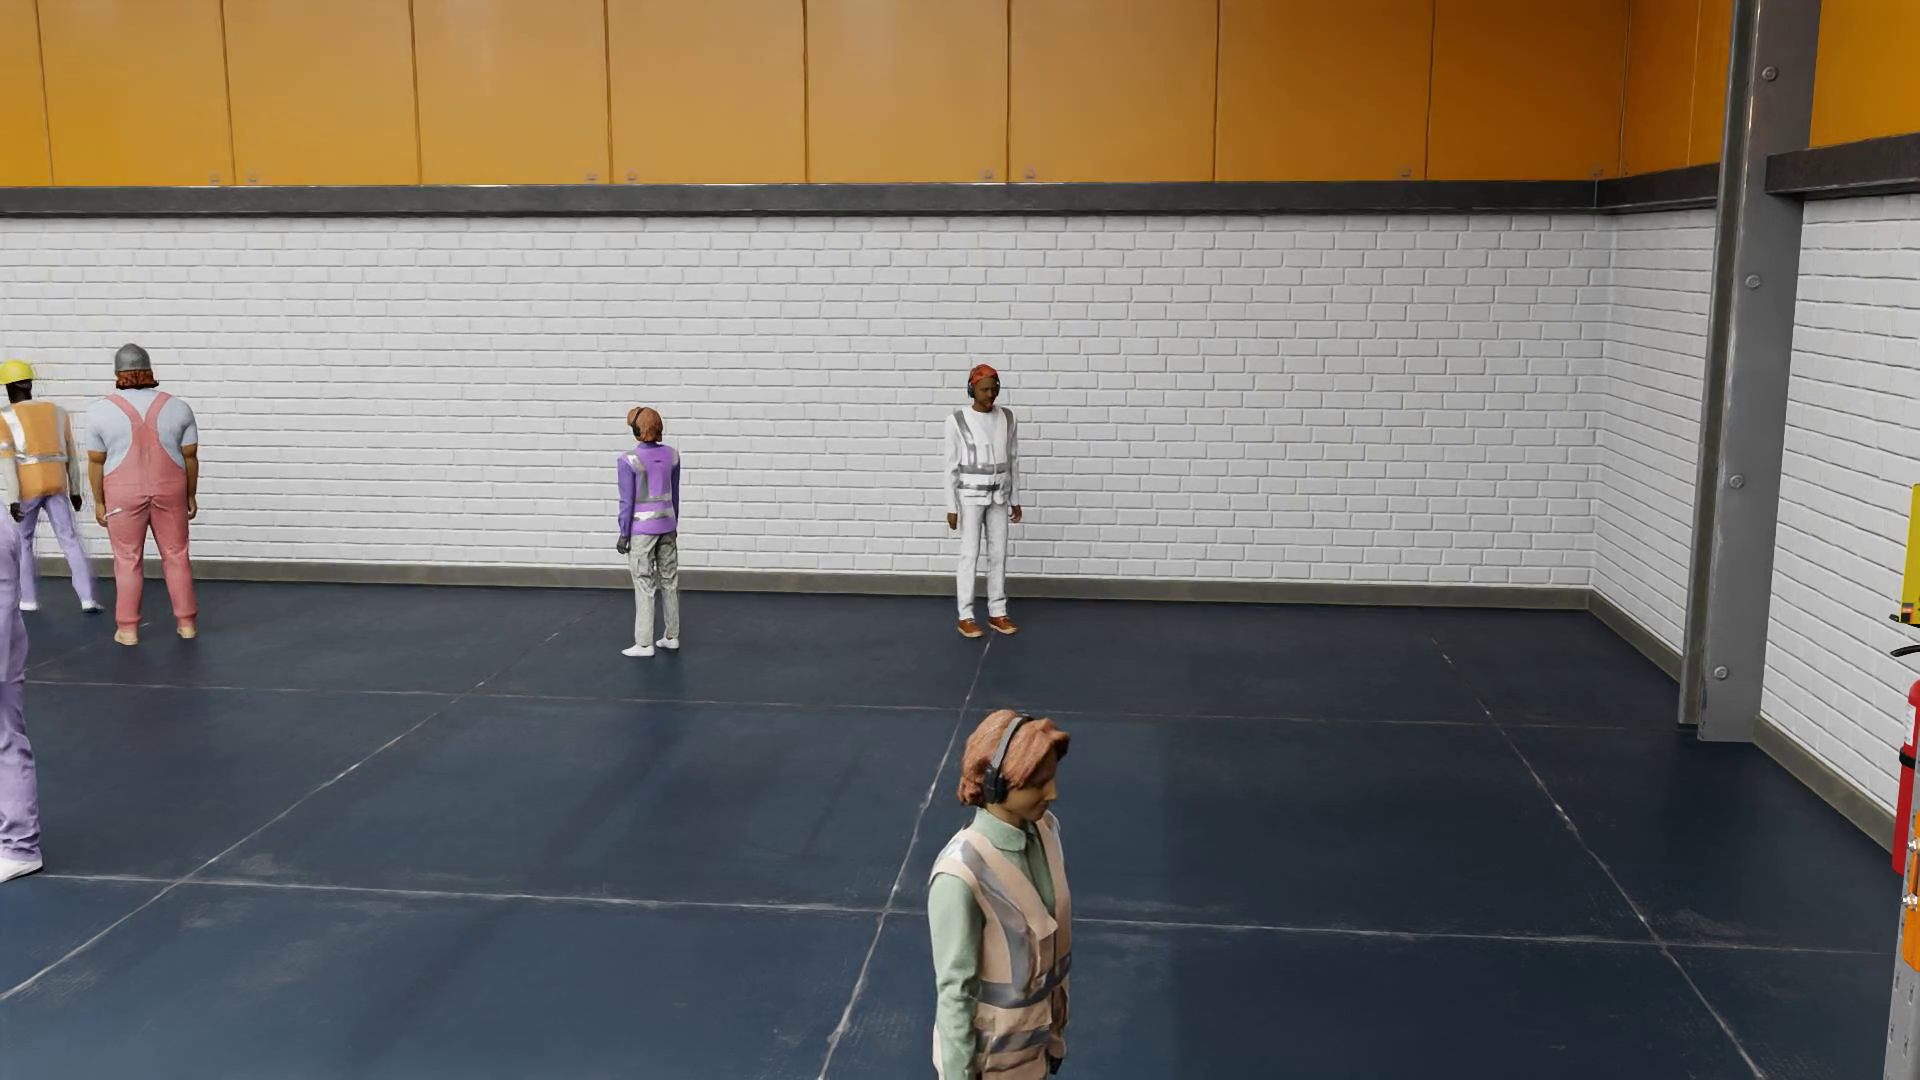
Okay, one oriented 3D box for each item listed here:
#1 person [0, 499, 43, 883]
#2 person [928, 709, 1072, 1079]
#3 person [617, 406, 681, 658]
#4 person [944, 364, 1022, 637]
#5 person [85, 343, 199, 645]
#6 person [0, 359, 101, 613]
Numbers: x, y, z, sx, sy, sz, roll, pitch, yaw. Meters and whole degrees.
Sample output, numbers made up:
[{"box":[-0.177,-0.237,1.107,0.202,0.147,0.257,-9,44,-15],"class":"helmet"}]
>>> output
[{"box":[-4.133,0.491,6.982,0.404,1.911,0.636,-7,12,-34],"class":"person"},{"box":[0.093,1.183,3.789,0.309,1.639,0.522,5,11,26],"class":"person"},{"box":[-2.020,-0.050,10.846,0.307,1.641,0.514,7,12,35],"class":"person"},{"box":[0.157,-0.268,11.422,0.583,1.879,0.365,-6,12,-30],"class":"person"},{"box":[-5.525,-0.325,11.271,0.683,2.000,0.535,-7,12,-34],"class":"person"},{"box":[-6.647,-0.376,12.107,0.842,1.871,0.607,6,12,32],"class":"person"}]
